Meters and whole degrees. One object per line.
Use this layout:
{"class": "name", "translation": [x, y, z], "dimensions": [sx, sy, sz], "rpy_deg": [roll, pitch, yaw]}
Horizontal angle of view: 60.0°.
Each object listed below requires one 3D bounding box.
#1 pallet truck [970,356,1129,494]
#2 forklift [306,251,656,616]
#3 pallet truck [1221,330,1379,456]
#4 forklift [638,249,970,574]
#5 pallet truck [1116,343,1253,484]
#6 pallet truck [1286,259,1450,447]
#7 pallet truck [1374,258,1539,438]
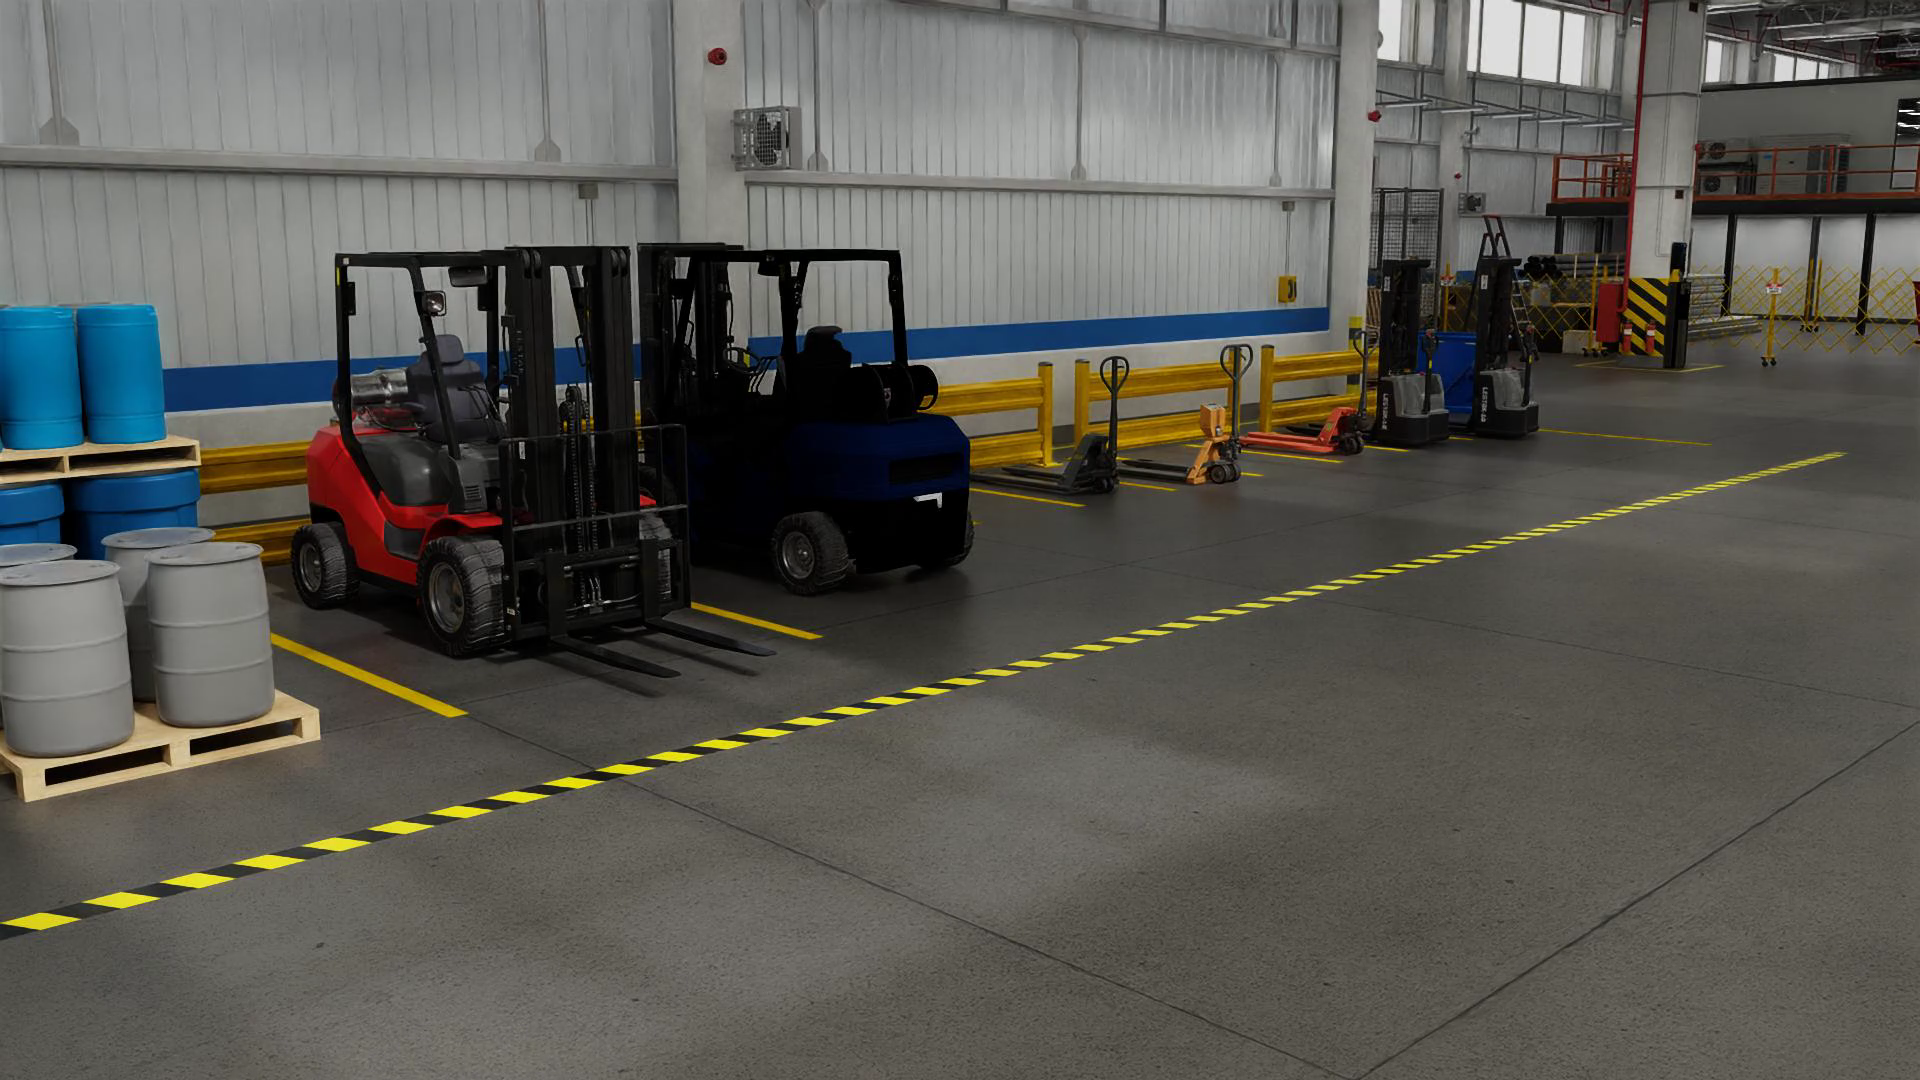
{"class": "pallet truck", "translation": [0.784, -1.085, 14.876], "dimensions": [0.680, 1.201, 1.601], "rpy_deg": [-10, 14, -44]}
{"class": "forklift", "translation": [-2.833, -0.669, 9.694], "dimensions": [1.157, 1.987, 2.680], "rpy_deg": [-10, 14, -44]}
{"class": "pallet truck", "translation": [3.563, -1.581, 17.381], "dimensions": [0.653, 1.274, 1.630], "rpy_deg": [-10, 14, -44]}
{"class": "forklift", "translation": [-1.173, -0.958, 11.239], "dimensions": [2.680, 1.987, 1.157], "rpy_deg": [10, 14, 43]}
{"class": "pallet truck", "translation": [1.962, -1.215, 15.415], "dimensions": [1.522, 1.261, 0.704], "rpy_deg": [10, 14, 43]}
{"class": "pallet truck", "translation": [4.493, -2.078, 18.196], "dimensions": [0.823, 1.965, 1.885], "rpy_deg": [-9, 14, -40]}
{"class": "pallet truck", "translation": [5.704, -2.208, 18.901], "dimensions": [1.885, 1.965, 0.823], "rpy_deg": [10, 14, 43]}
